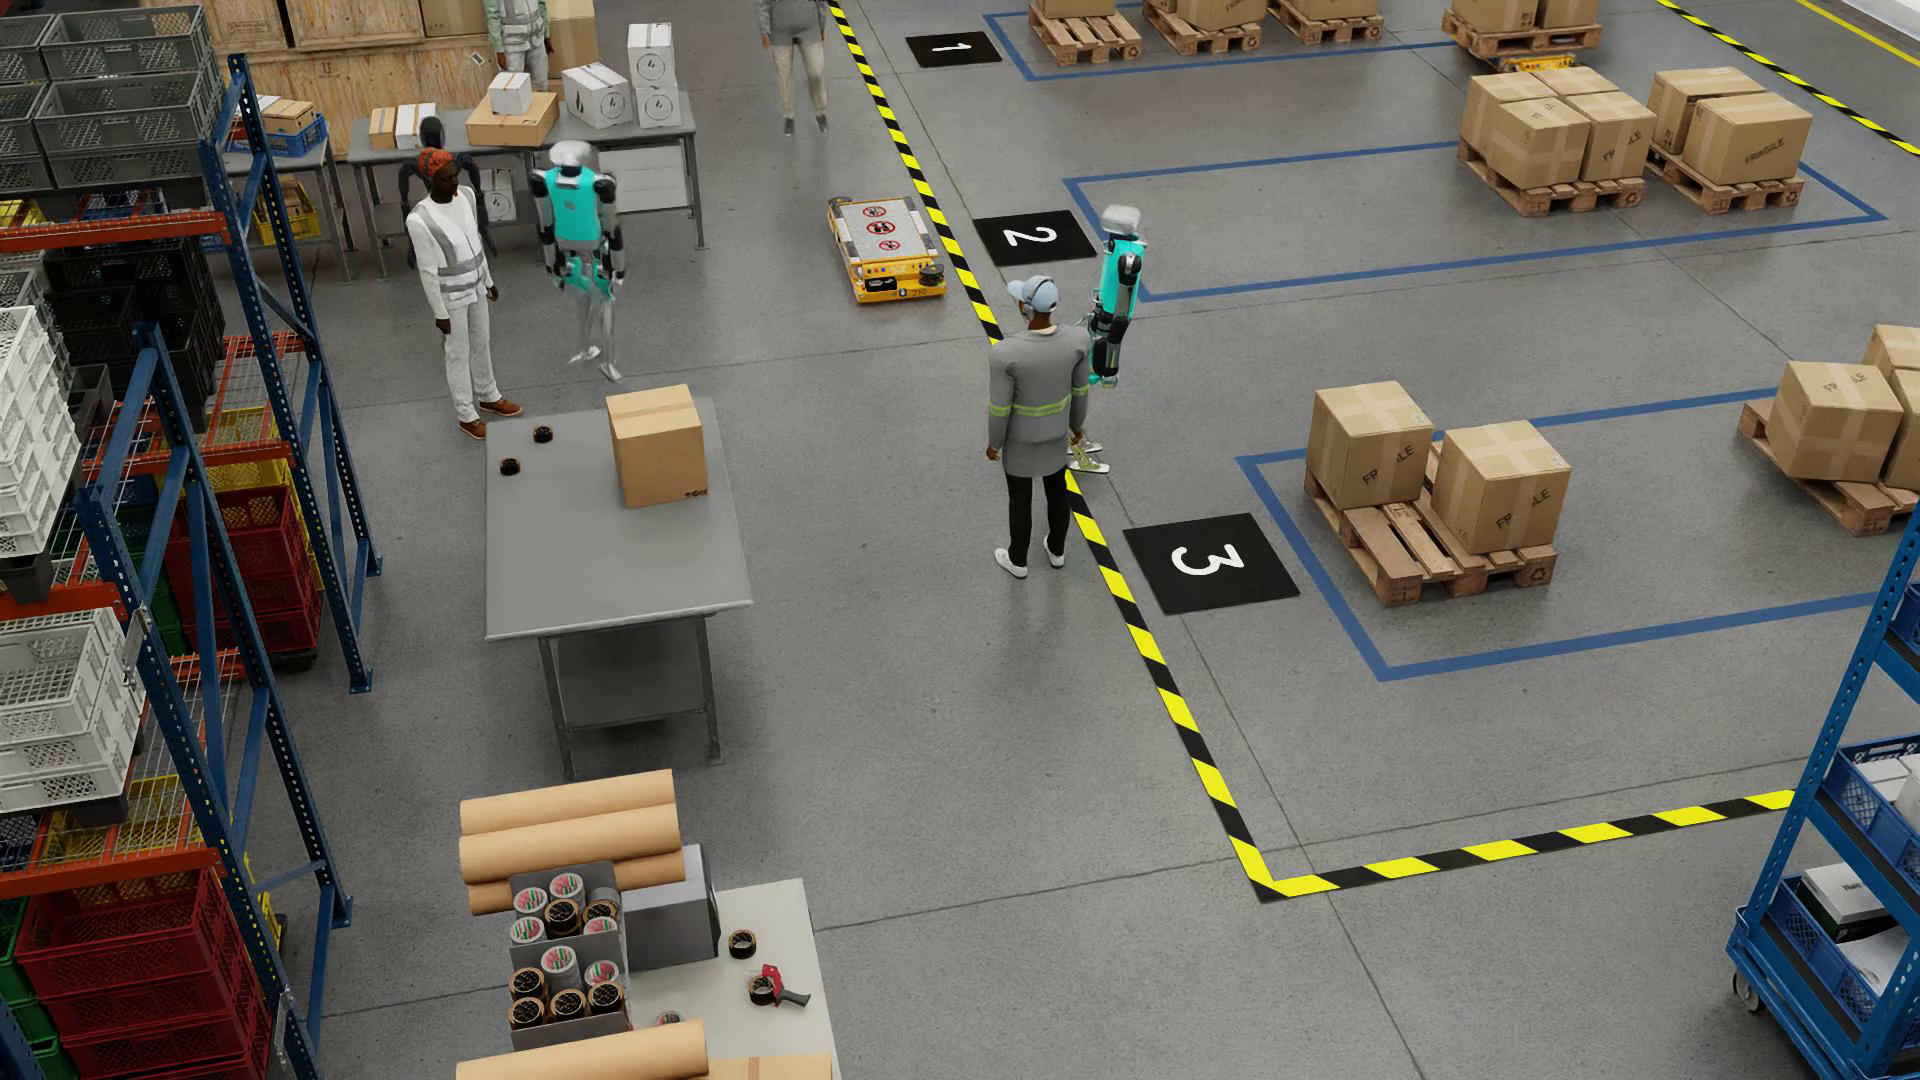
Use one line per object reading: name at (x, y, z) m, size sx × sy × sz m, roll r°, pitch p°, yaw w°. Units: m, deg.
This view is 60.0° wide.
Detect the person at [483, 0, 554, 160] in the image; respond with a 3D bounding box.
person at (-3.597, -4.108, 13.680) m, size 0.412 × 1.939 × 0.607 m, roll 25°, pitch 43°, yaw 30°

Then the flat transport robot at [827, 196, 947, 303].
flat transport robot at (-0.570, -2.220, 12.538) m, size 0.659 × 0.231 × 1.431 m, roll -8°, pitch 37°, yaw -10°

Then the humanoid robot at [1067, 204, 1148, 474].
humanoid robot at (0.690, -1.168, 9.784) m, size 0.735 × 1.673 × 0.533 m, roll -1°, pitch 37°, yaw -1°

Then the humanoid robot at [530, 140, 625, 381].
humanoid robot at (-2.391, -1.853, 10.820) m, size 0.613 × 1.780 × 0.835 m, roll 3°, pitch 37°, yaw 4°

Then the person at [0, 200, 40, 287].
person at (-5.341, -1.191, 9.844) m, size 0.404 × 1.830 × 0.602 m, roll 26°, pitch 44°, yaw 31°

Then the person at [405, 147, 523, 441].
person at (-3.061, -1.514, 10.237) m, size 0.356 × 1.882 × 0.574 m, roll 13°, pitch 38°, yaw 16°

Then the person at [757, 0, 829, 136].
person at (-1.414, -4.335, 14.133) m, size 0.594 × 1.765 × 0.437 m, roll -6°, pitch 37°, yaw -8°

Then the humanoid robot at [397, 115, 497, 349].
humanoid robot at (-3.454, -2.075, 11.214) m, size 0.586 × 1.654 × 0.613 m, roll -14°, pitch 39°, yaw -18°

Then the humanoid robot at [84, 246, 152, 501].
humanoid robot at (-5.014, -0.841, 9.521) m, size 0.801 × 1.844 × 0.565 m, roll 3°, pitch 37°, yaw 4°

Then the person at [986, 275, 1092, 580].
person at (0.412, -0.609, 9.045) m, size 0.596 × 1.851 × 0.359 m, roll -14°, pitch 39°, yaw -18°

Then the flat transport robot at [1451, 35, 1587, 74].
flat transport robot at (5.289, -4.627, 15.749) m, size 0.652 × 0.197 × 1.431 m, roll -8°, pitch 37°, yaw -10°
